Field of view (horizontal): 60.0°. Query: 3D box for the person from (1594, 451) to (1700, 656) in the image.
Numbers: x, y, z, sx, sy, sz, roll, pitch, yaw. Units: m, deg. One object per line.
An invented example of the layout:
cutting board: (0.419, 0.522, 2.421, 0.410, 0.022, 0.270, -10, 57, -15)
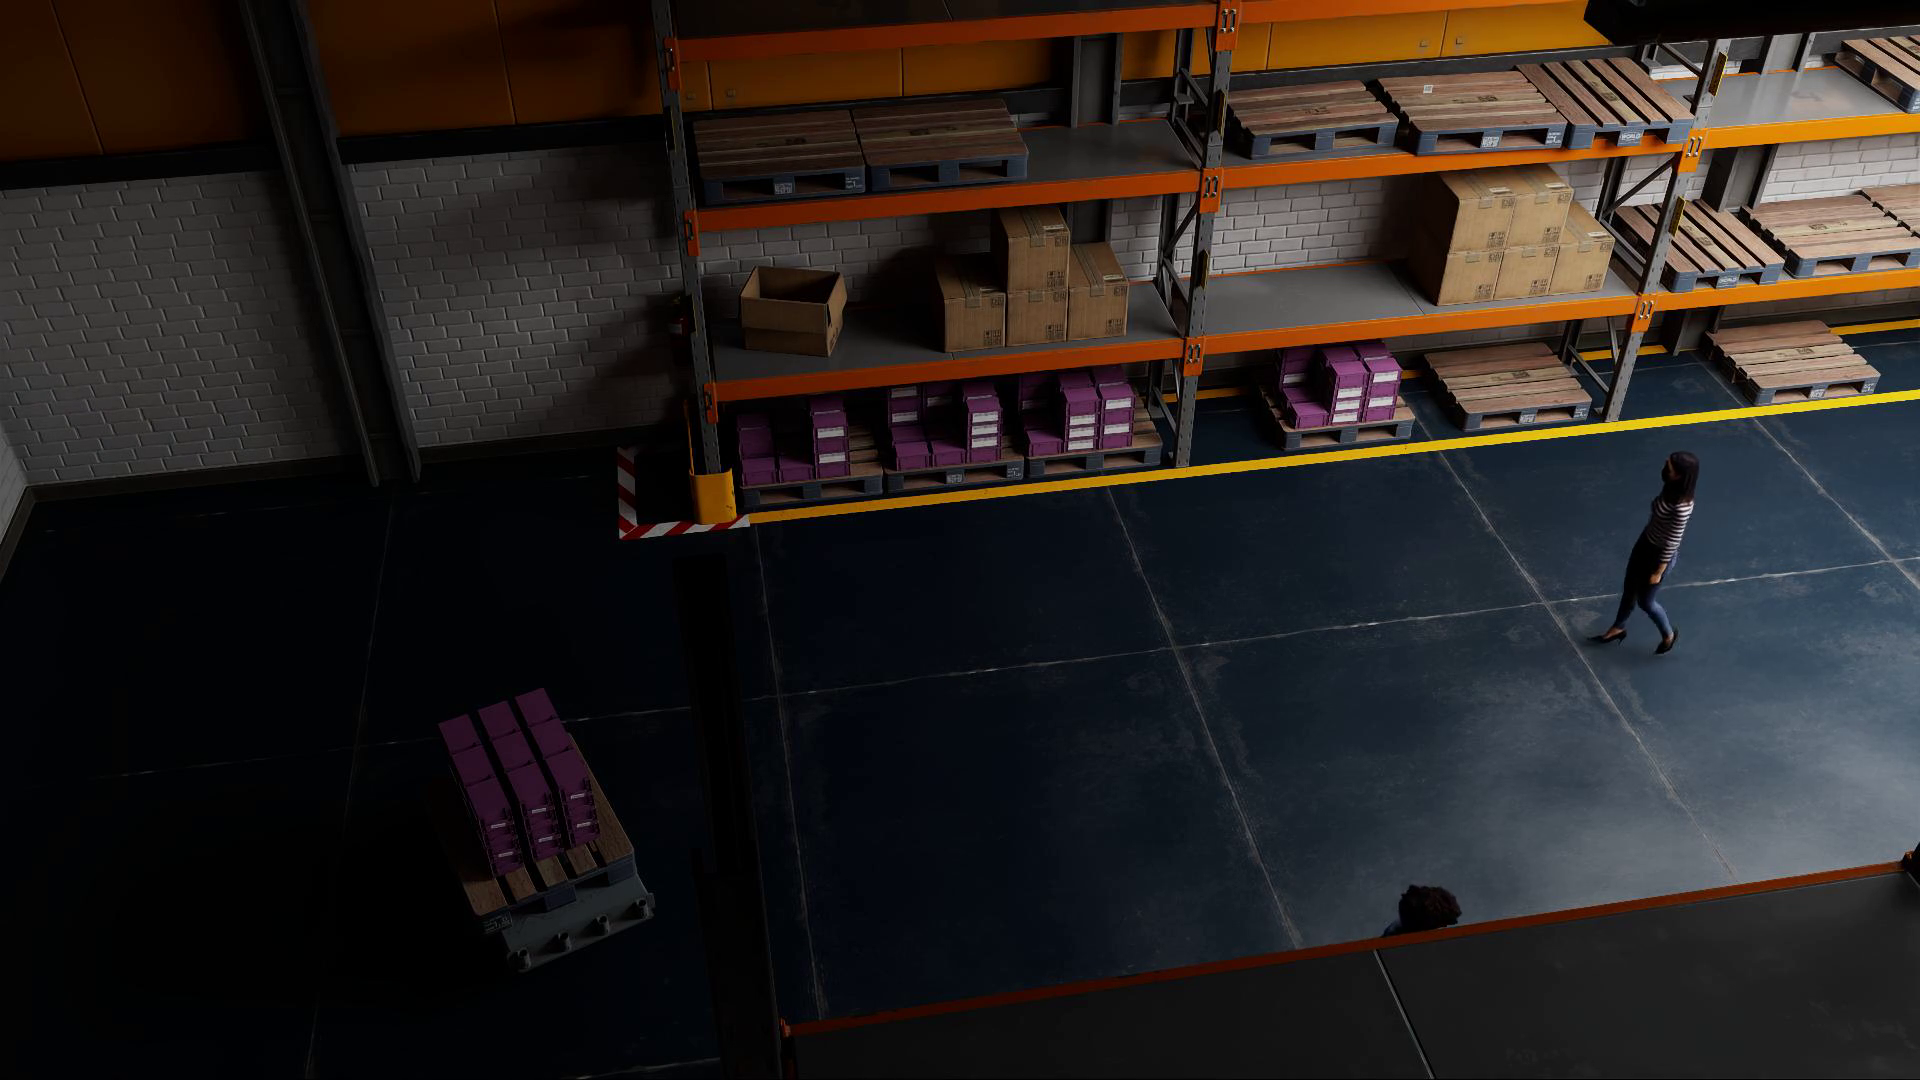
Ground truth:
person: (5.075, 0.130, 12.038, 0.845, 1.785, 0.707, 2, 39, 2)

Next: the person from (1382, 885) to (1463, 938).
person: (2.205, 2.521, 9.055, 1.245, 1.772, 0.964, 10, 40, 12)
